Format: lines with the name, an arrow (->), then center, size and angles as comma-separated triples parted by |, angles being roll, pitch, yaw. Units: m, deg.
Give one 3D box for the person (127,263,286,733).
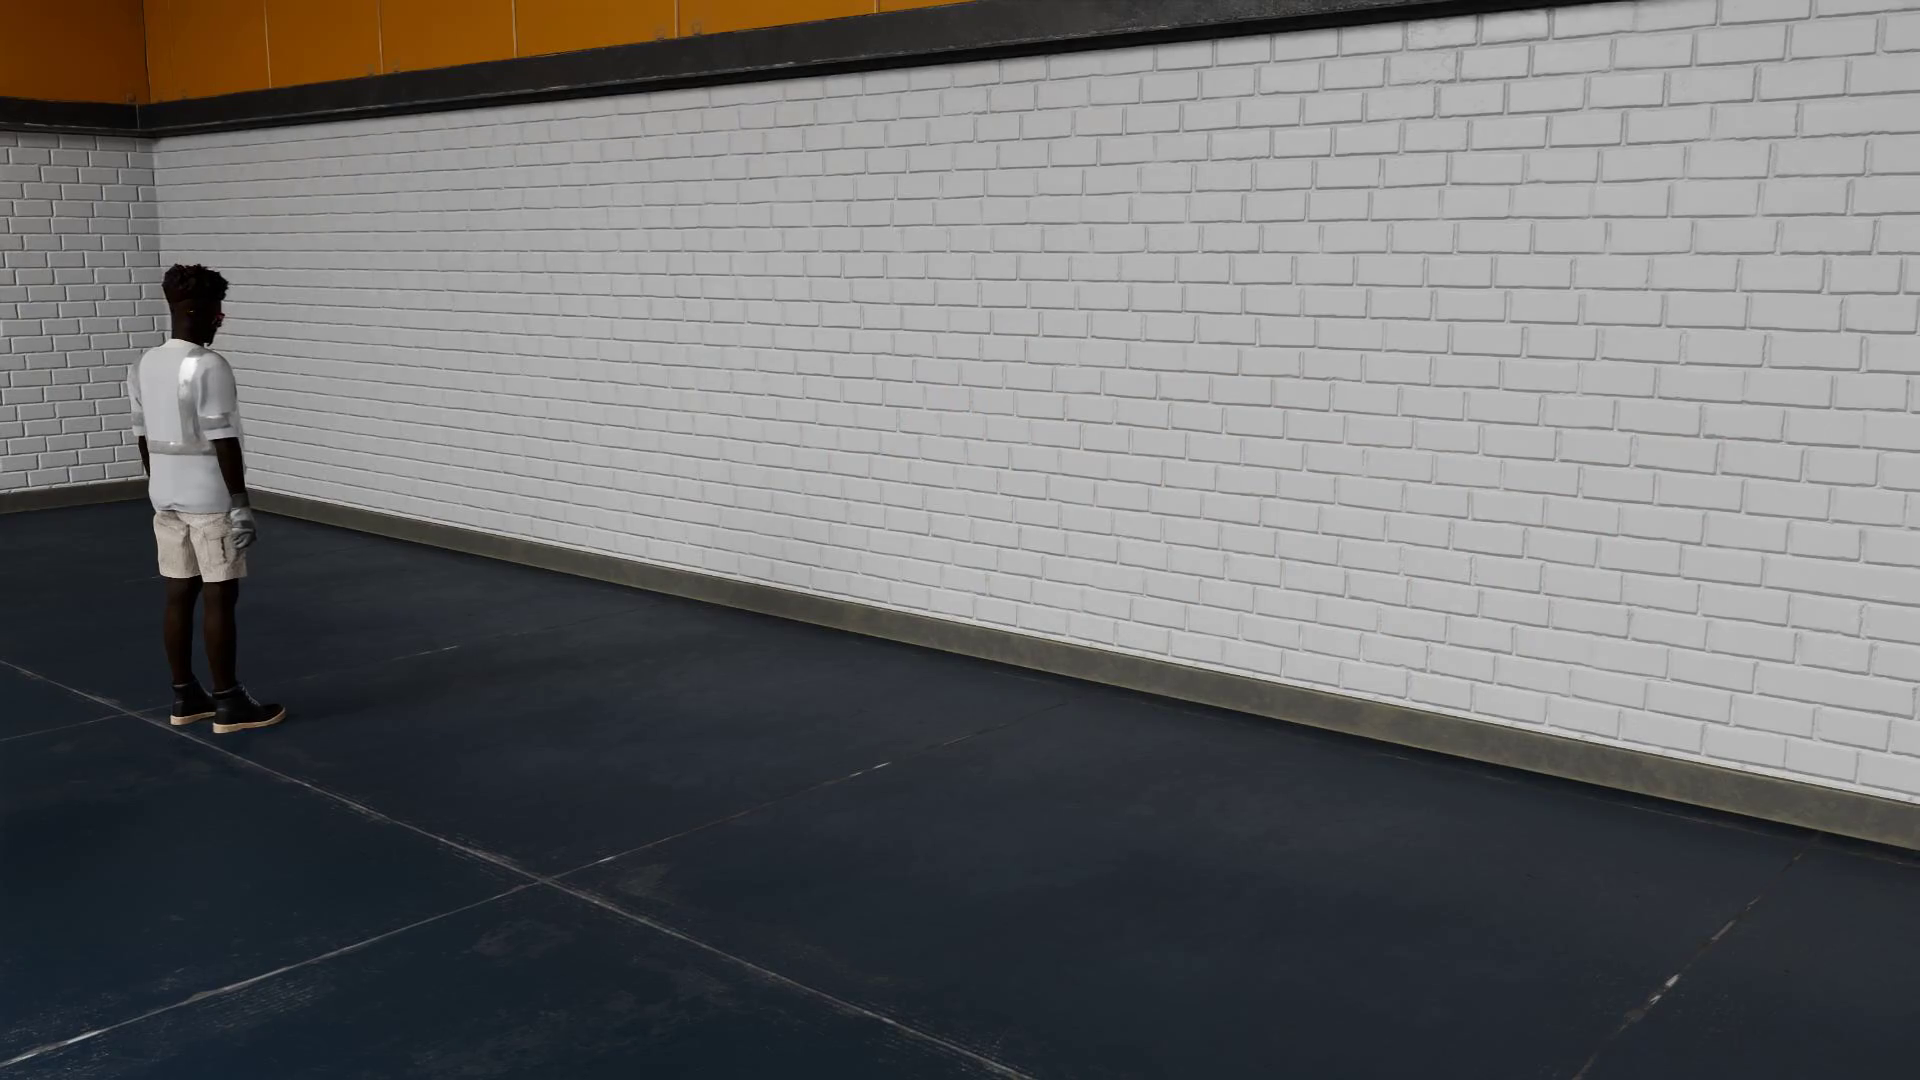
person -> -3.180, -0.171, 6.987 | 0.600, 1.959, 0.383 | 6, 12, 31
